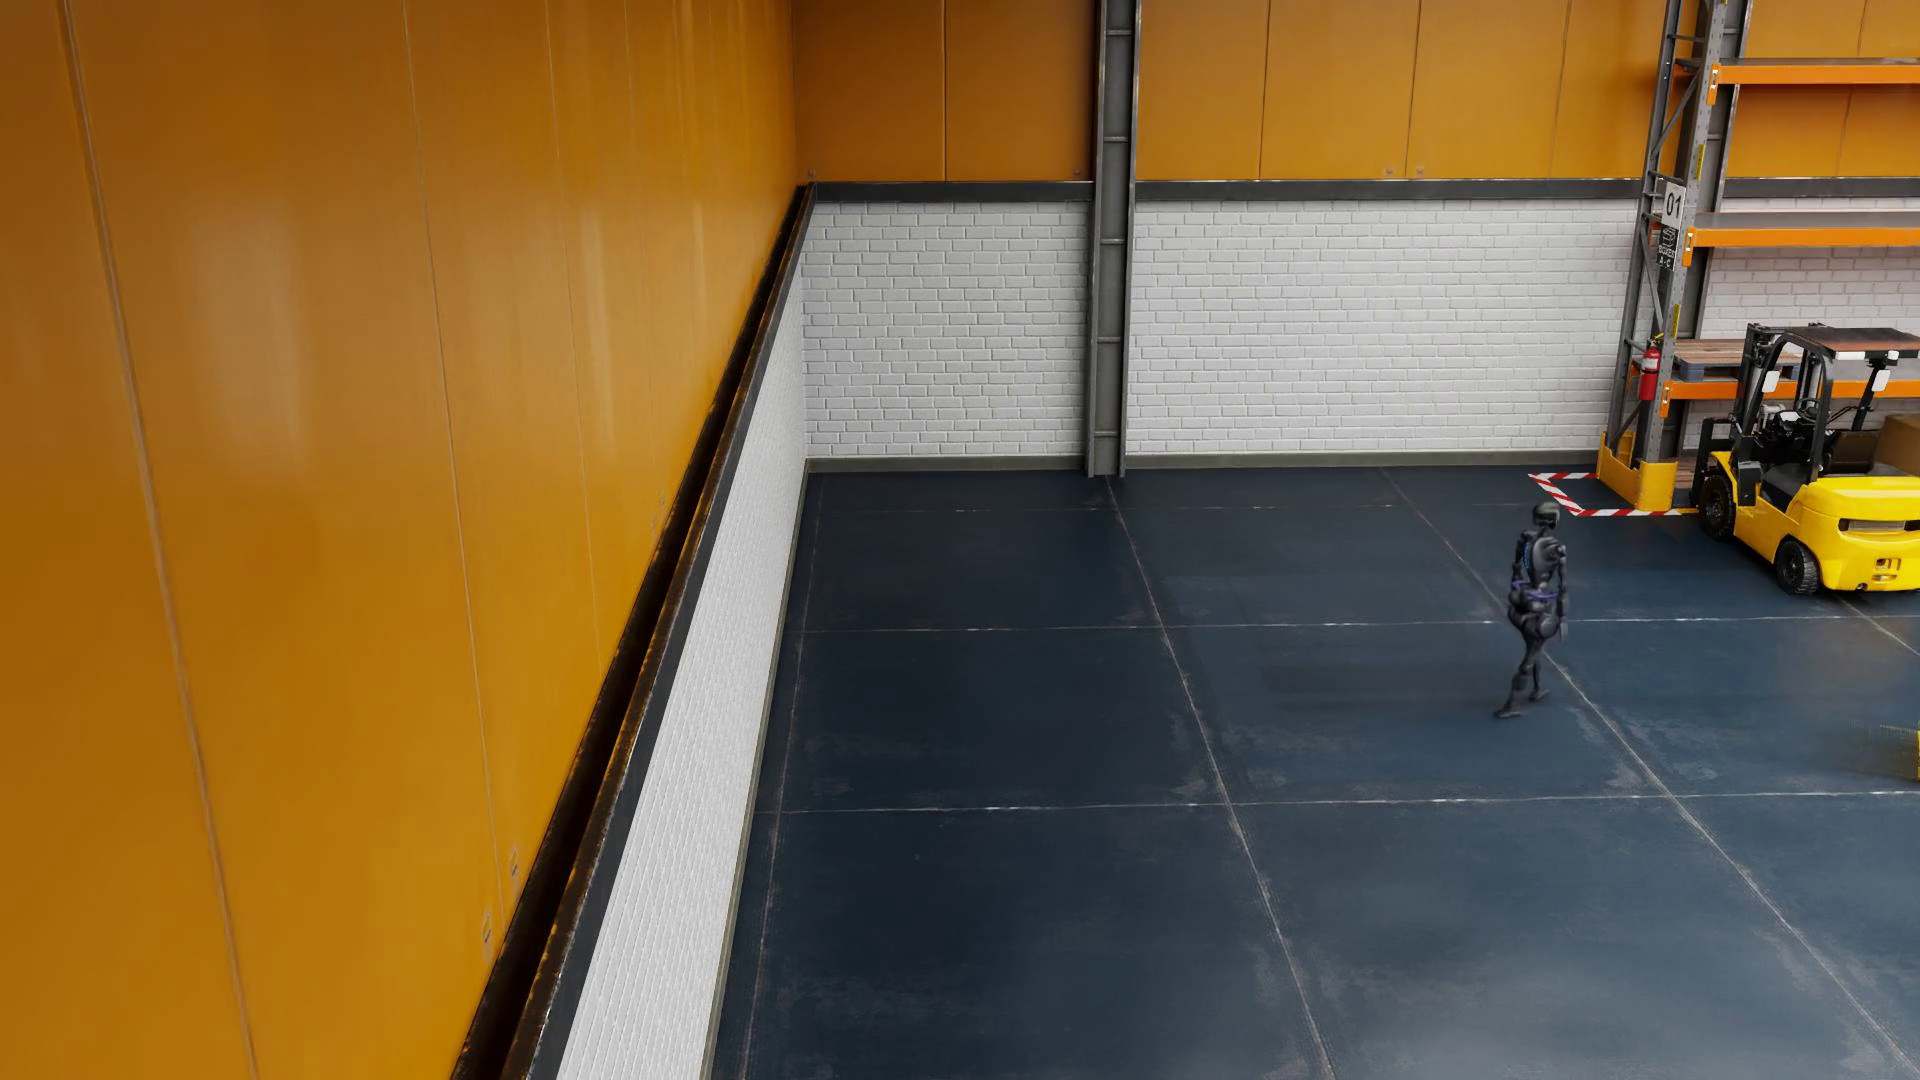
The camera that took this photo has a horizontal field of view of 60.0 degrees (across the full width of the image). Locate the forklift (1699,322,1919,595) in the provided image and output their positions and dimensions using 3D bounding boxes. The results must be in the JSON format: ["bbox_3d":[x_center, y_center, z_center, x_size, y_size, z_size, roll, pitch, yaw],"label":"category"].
[{"bbox_3d":[7.809,-0.792,14.926,1.214,2.155,2.313,-1,20,-2],"label":"forklift"}]

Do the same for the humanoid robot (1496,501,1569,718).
[{"bbox_3d":[4.277,0.495,12.200,0.692,1.635,0.601,-7,22,-19],"label":"humanoid robot"}]
